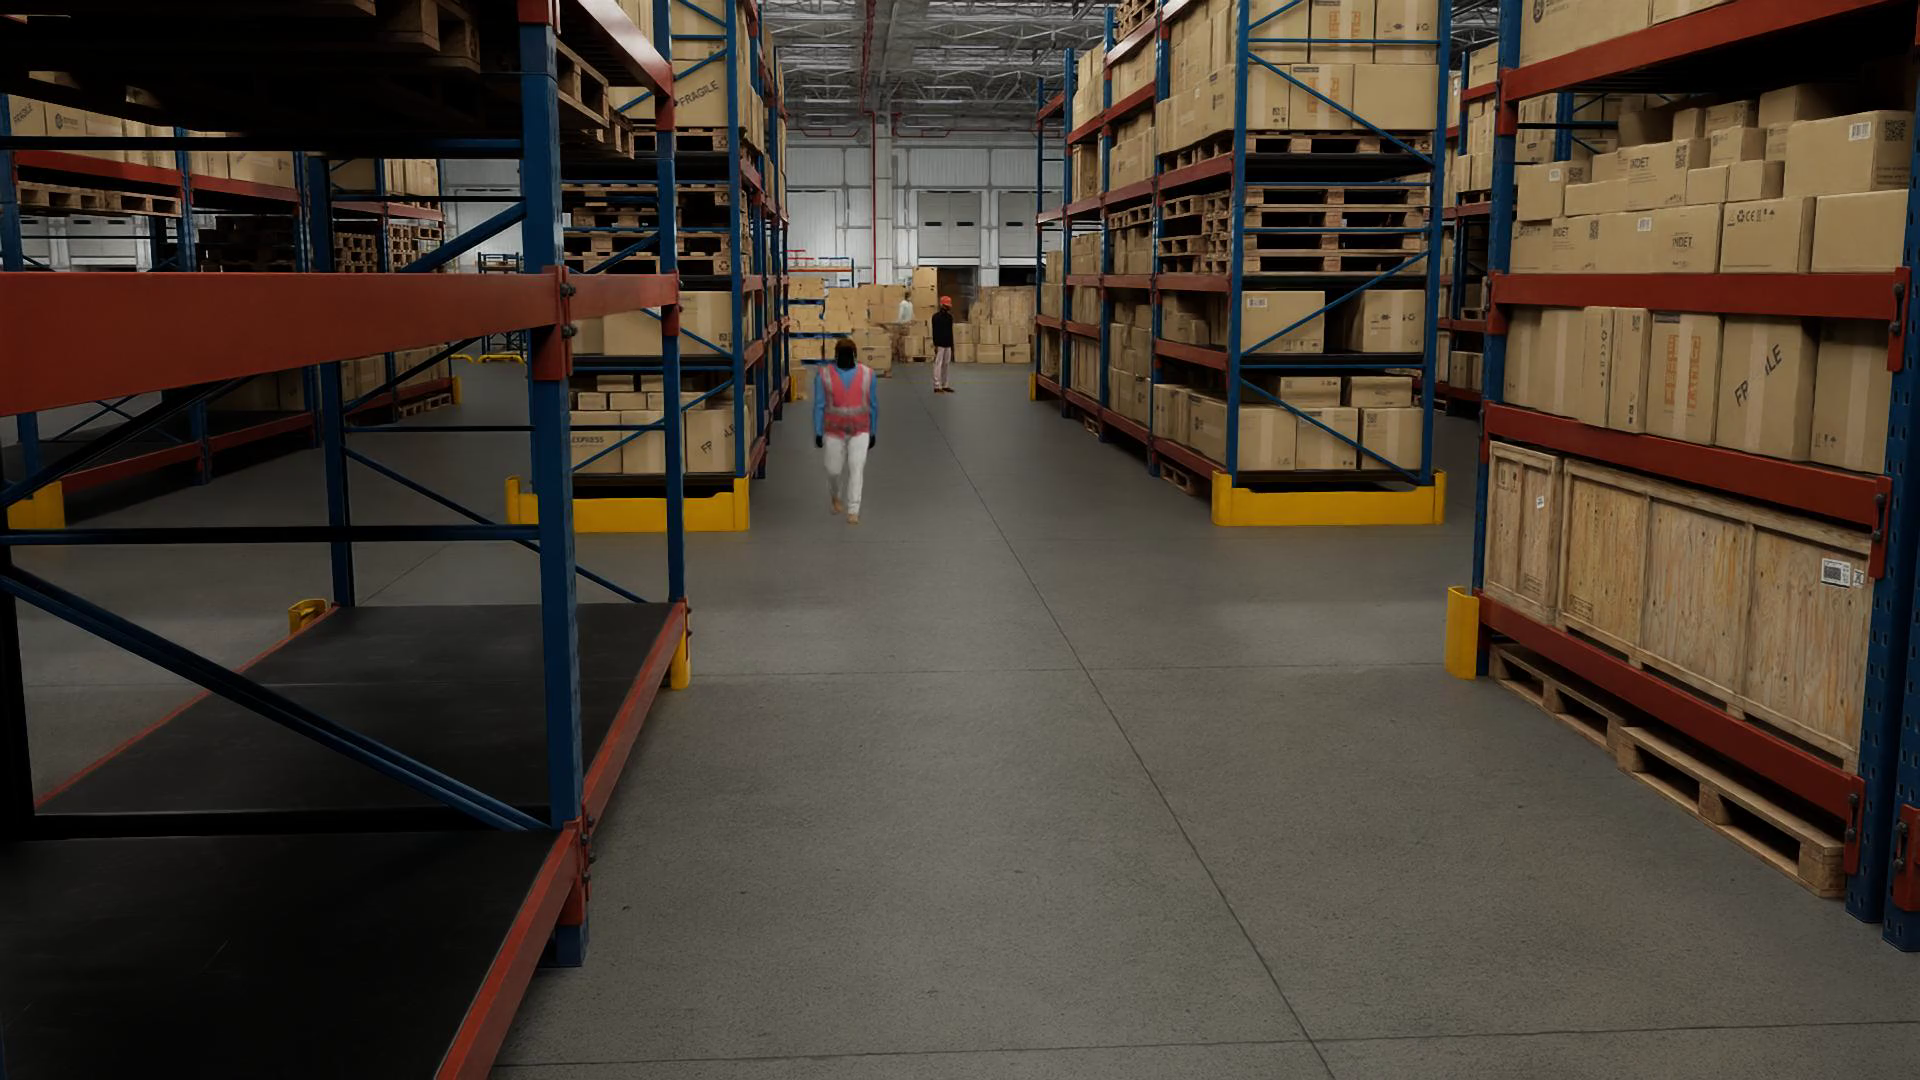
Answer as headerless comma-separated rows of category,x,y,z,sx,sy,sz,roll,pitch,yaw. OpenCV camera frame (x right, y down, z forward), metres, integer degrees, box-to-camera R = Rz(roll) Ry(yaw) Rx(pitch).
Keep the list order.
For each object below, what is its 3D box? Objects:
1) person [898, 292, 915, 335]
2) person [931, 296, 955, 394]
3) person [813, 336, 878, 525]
person,-1.521,-6.593,50.602,1.009,1.891,0.657,4,10,25
person,-0.324,-3.976,33.899,0.393,1.985,0.611,7,11,37
person,-1.104,-1.071,16.169,0.629,1.826,0.519,-1,9,-6
